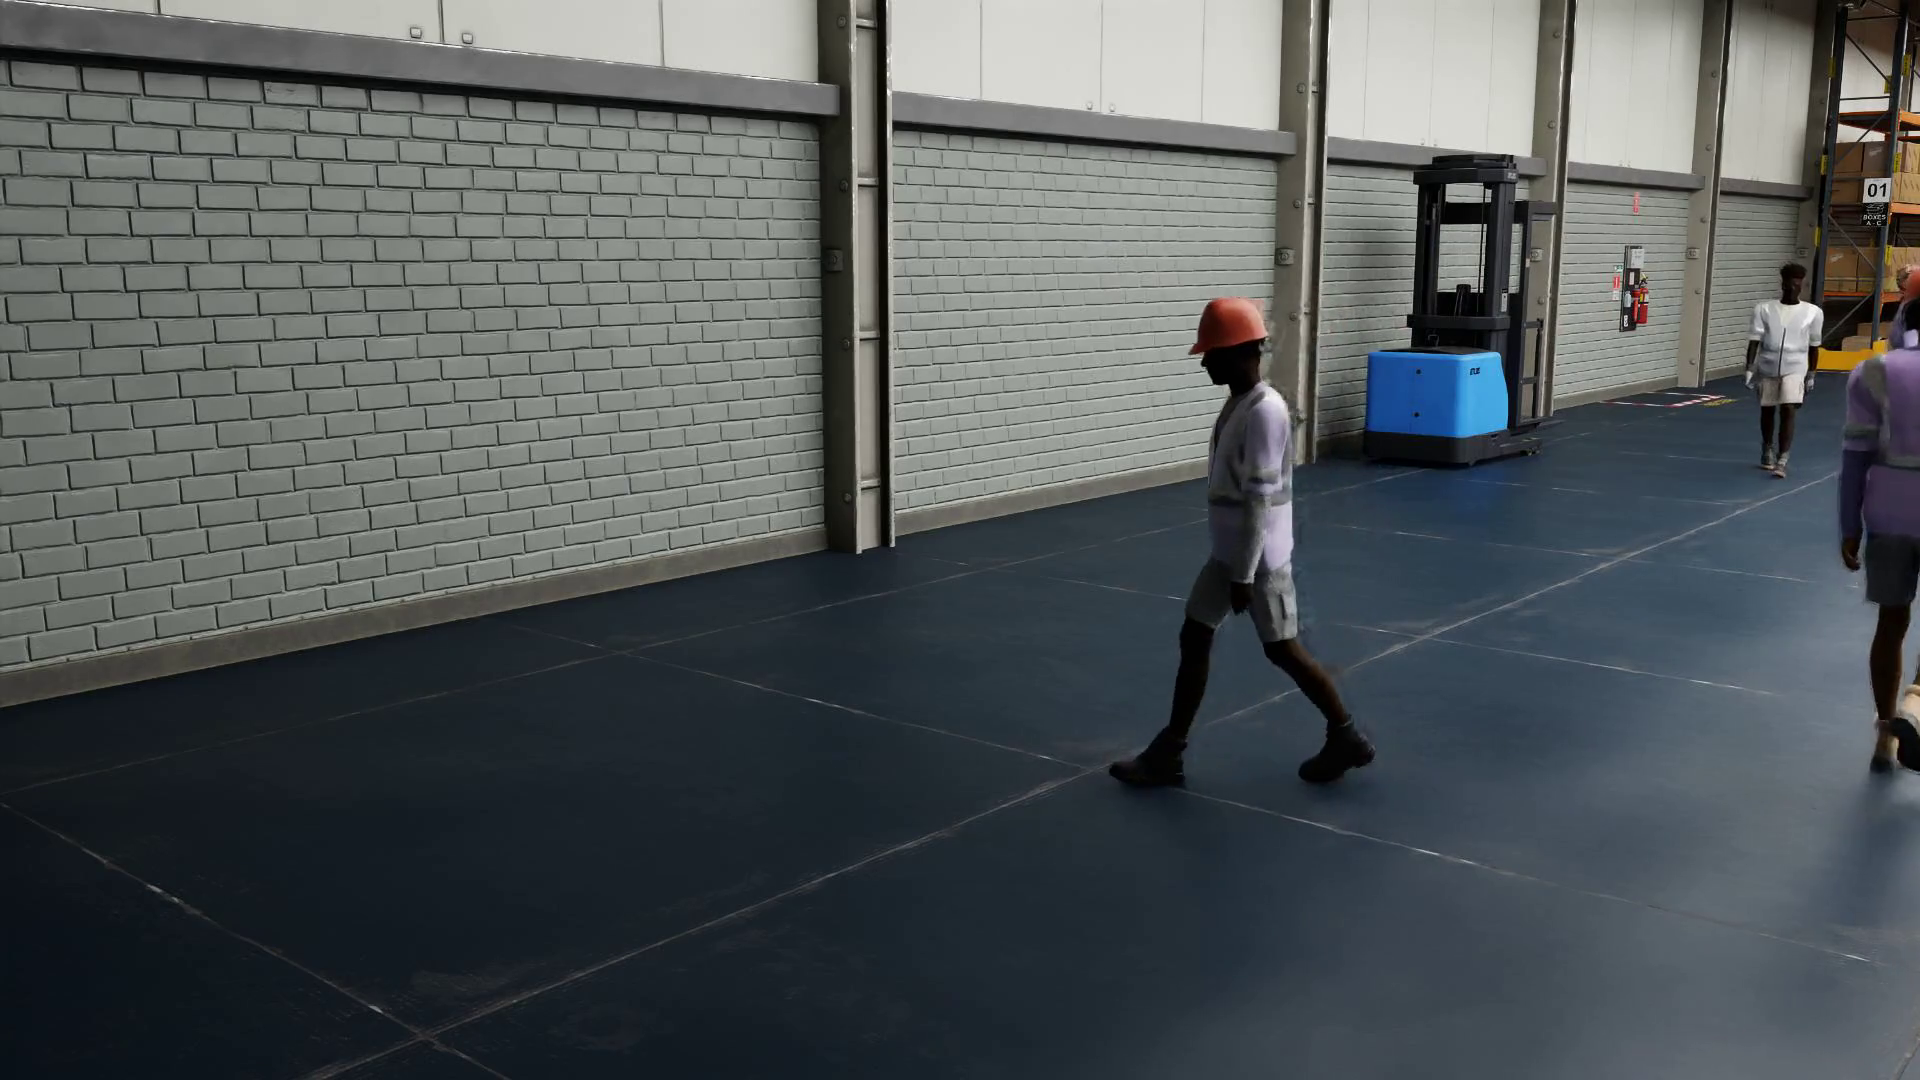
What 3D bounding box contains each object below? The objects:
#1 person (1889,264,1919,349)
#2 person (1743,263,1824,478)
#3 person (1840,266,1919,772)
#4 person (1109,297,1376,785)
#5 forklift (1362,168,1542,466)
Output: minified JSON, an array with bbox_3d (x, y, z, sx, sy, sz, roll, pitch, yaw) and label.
[{"bbox_3d":[9.906,-1.917,17.317,0.439,1.886,0.676,6,12,32],"label":"person"},{"bbox_3d":[7.546,-1.575,15.260,0.600,1.927,0.988,6,12,31],"label":"person"},{"bbox_3d":[3.704,-0.072,6.414,0.628,2.023,0.621,9,13,41],"label":"person"},{"bbox_3d":[1.133,0.025,6.302,1.014,1.882,0.550,-1,10,-7],"label":"person"},{"bbox_3d":[4.875,-2.212,16.287,1.129,2.768,1.873,8,13,40],"label":"forklift"}]
